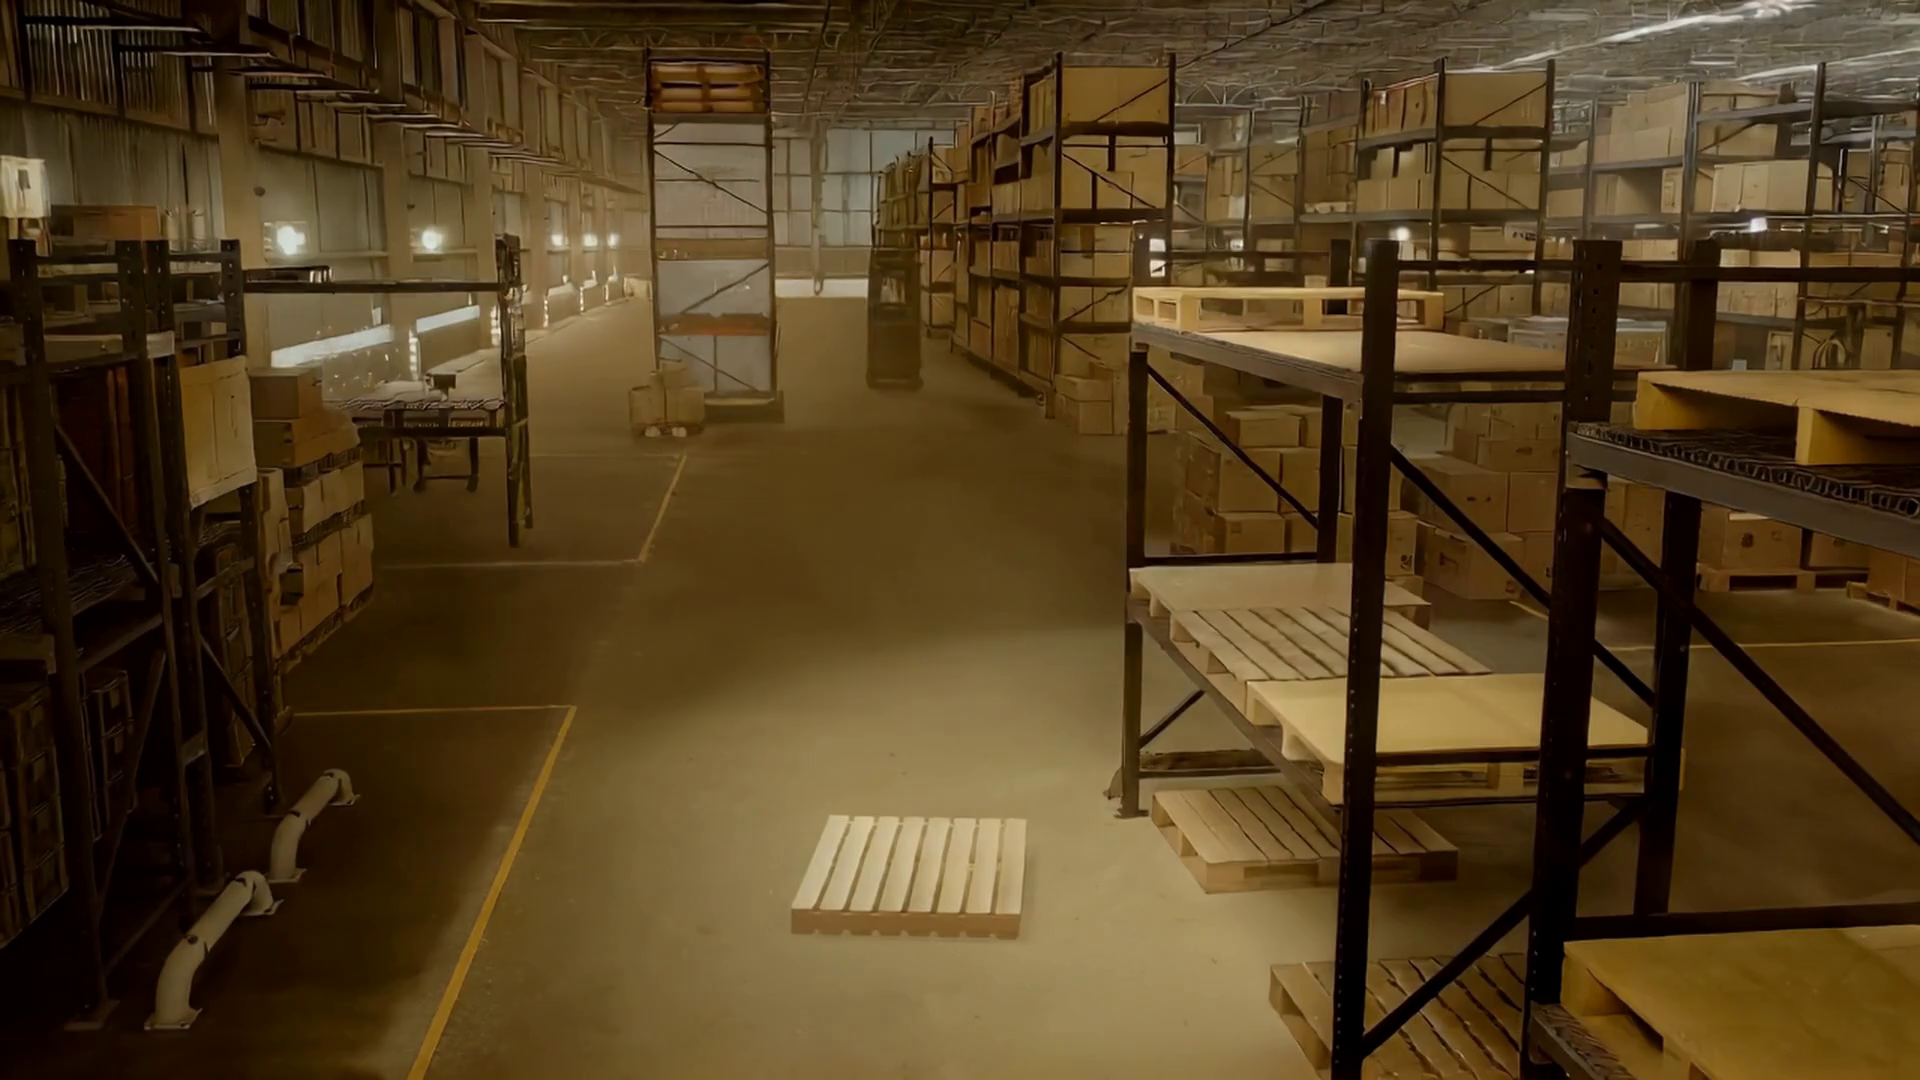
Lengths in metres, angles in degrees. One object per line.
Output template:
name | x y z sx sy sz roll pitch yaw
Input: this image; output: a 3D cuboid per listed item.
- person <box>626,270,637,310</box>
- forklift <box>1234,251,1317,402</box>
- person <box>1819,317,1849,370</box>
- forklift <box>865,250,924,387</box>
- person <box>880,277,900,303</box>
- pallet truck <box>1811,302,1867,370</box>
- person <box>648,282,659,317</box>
person | -14.191 -10.797 71.944 0.483 1.735 0.340 -7 12 -34
forklift | 6.027 -4.067 31.471 1.129 2.768 1.873 -1 10 -6
person | 12.838 -2.327 24.535 0.389 1.910 0.605 6 12 29
forklift | -1.405 -4.671 34.818 1.129 2.768 1.873 -1 10 -6
person | -2.176 -7.168 51.400 0.654 1.890 0.712 -2 10 -10
pallet truck | 15.846 -3.142 28.793 1.885 1.965 0.823 2 10 12
person | -10.743 -8.481 58.827 0.582 1.830 0.574 -2 10 -12
